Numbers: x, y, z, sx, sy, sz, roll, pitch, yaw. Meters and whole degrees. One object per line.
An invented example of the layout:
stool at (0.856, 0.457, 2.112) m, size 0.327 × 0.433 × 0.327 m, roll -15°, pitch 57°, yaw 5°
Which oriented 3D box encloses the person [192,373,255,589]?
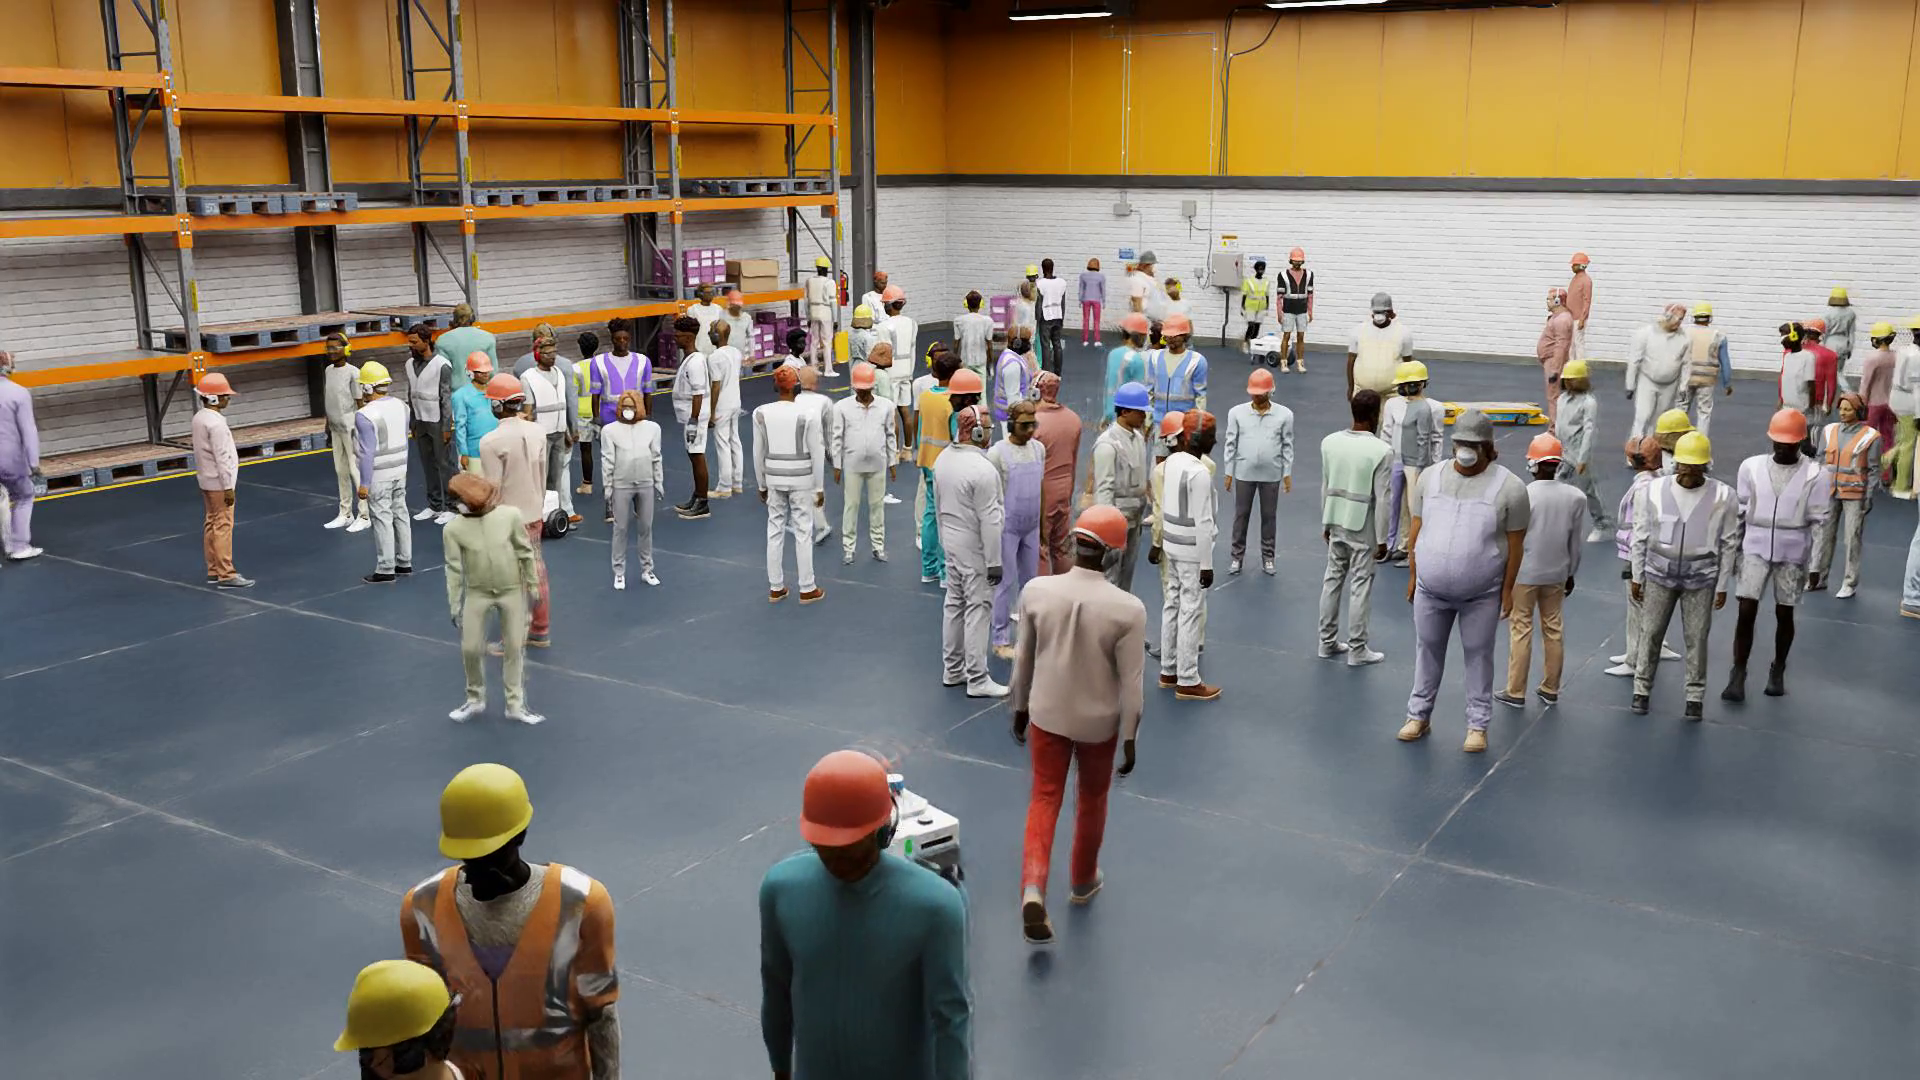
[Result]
person at (-6.017, -0.487, 13.549) m, size 0.342 × 1.749 × 0.573 m, roll -11°, pitch 17°, yaw -38°

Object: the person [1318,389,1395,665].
person at (2.718, -0.085, 11.471) m, size 0.394 × 1.910 × 0.580 m, roll -10°, pitch 16°, yaw -36°

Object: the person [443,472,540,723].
person at (-2.880, 0.366, 10.202) m, size 0.596 × 1.597 × 0.350 m, roll -3°, pitch 13°, yaw -14°

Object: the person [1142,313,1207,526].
person at (2.004, -1.114, 15.639) m, size 0.605 × 2.042 × 0.384 m, roll 7°, pitch 15°, yaw 29°

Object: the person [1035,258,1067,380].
person at (1.397, -3.422, 25.931) m, size 0.587 × 1.914 × 0.392 m, roll -9°, pitch 16°, yaw -35°

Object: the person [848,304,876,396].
person at (-1.144, -1.935, 19.853) m, size 0.295 × 1.744 × 0.487 m, roll -10°, pitch 16°, yaw -36°

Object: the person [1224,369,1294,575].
person at (2.493, -0.565, 13.904) m, size 0.574 × 1.741 × 0.343 m, roll 2°, pitch 13°, yaw 8°

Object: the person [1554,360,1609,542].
person at (5.542, -0.784, 14.965) m, size 0.931 × 1.694 × 0.501 m, roll -6°, pitch 14°, yaw -24°

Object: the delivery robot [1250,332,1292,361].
delivery robot at (5.232, -3.262, 28.004) m, size 0.477 × 0.478 × 0.707 m, roll -10°, pitch 17°, yaw -39°

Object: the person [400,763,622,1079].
person at (-1.212, 1.507, 4.549) m, size 0.587 × 1.917 × 0.400 m, roll 0°, pitch 13°, yaw 1°

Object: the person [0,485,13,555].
person at (-8.544, -0.650, 14.505) m, size 0.522 × 1.640 × 0.306 m, roll -10°, pitch 16°, yaw -36°

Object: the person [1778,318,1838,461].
person at (9.286, -1.560, 18.241) m, size 0.573 × 1.738 × 0.352 m, roll 9°, pitch 16°, yaw 33°

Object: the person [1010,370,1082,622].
person at (0.619, -0.319, 12.484) m, size 0.410 × 1.908 × 0.643 m, roll 11°, pitch 17°, yaw 40°

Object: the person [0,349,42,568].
person at (-8.170, -0.689, 14.178) m, size 0.754 × 1.852 × 0.818 m, roll -1°, pitch 13°, yaw -4°

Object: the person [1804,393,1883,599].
person at (7.030, -0.356, 13.232) m, size 0.310 × 1.638 × 0.523 m, roll -8°, pitch 15°, yaw -30°

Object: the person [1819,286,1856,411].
person at (12.043, -2.624, 22.872) m, size 0.482 × 1.727 × 0.456 m, roll -2°, pitch 13°, yaw -8°

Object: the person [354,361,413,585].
person at (-4.743, -0.549, 13.641) m, size 0.404 × 1.833 × 0.590 m, roll 4°, pitch 13°, yaw 16°

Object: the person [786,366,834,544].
person at (-1.396, -0.782, 15.171) m, size 0.562 × 1.601 × 0.836 m, roll -9°, pitch 16°, yaw -34°

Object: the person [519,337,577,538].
person at (-3.830, -0.961, 15.399) m, size 0.374 × 1.843 × 0.573 m, roll 6°, pitch 14°, yaw 24°

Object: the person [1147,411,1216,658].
person at (1.512, -0.029, 11.585) m, size 0.563 × 1.740 × 0.352 m, roll -10°, pitch 17°, yaw -38°

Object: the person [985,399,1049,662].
person at (0.400, -0.069, 11.565) m, size 0.511 × 1.836 × 0.357 m, roll -10°, pitch 16°, yaw -37°

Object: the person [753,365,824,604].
person at (-1.328, -0.430, 13.019) m, size 0.574 × 1.883 × 0.355 m, roll 4°, pitch 13°, yaw 16°

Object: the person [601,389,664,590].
person at (-2.648, -0.417, 13.509) m, size 0.503 × 1.631 × 0.283 m, roll -6°, pitch 14°, yaw -25°

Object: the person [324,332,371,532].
person at (-5.778, -1.013, 15.573) m, size 0.513 × 1.872 × 0.328 m, roll 8°, pitch 15°, yaw 31°

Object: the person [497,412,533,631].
person at (-3.257, -0.128, 12.238) m, size 0.312 × 1.642 × 0.512 m, roll 0°, pitch 13°, yaw -1°

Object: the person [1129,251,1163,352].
person at (2.875, -3.526, 26.099) m, size 0.662 × 2.000 × 0.680 m, roll 6°, pitch 14°, yaw 24°

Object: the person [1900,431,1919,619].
person at (7.438, -0.394, 12.613) m, size 0.394 × 1.992 × 0.622 m, roll 8°, pitch 15°, yaw 32°

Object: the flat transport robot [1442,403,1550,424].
flat transport robot at (7.013, -1.687, 21.999) m, size 1.431 × 0.197 × 0.652 m, roll 0°, pitch 13°, yaw 0°

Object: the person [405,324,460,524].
person at (-5.064, -1.122, 15.968) m, size 0.589 × 1.911 × 0.387 m, roll 8°, pitch 15°, yaw 32°

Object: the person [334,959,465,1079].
person at (-1.272, 1.776, 3.850) m, size 0.950 × 1.701 × 0.522 m, roll -6°, pitch 14°, yaw -23°

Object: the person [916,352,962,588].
person at (-0.139, -0.571, 13.549) m, size 0.383 × 1.918 × 0.591 m, roll -9°, pitch 16°, yaw -33°

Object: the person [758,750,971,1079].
person at (-0.275, 1.494, 4.548) m, size 0.629 × 1.939 × 1.020 m, roll 3°, pitch 13°, yaw 13°

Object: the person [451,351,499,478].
person at (-4.310, -0.836, 15.060) m, size 0.330 × 1.751 × 0.564 m, roll 8°, pitch 15°, yaw 31°

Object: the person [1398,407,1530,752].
person at (2.940, 0.234, 9.789) m, size 0.678 × 2.000 × 0.537 m, roll 8°, pitch 15°, yaw 31°

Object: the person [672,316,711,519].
person at (-2.604, -1.192, 16.139) m, size 0.368 × 1.966 × 0.603 m, roll -3°, pitch 13°, yaw -13°

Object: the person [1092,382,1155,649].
person at (1.136, -0.141, 11.645) m, size 0.418 × 1.939 × 0.606 m, roll 8°, pitch 15°, yaw 31°

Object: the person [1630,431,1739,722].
person at (4.473, 0.223, 10.330) m, size 0.589 × 1.823 × 0.404 m, roll 7°, pitch 15°, yaw 27°

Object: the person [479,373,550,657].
person at (-3.128, -0.174, 11.660) m, size 0.376 × 1.995 × 0.612 m, roll 6°, pitch 14°, yaw 25°

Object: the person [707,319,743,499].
person at (-2.426, -1.336, 17.031) m, size 0.345 × 1.846 × 0.508 m, roll 6°, pitch 14°, yaw 23°

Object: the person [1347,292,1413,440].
person at (4.552, -1.690, 18.138) m, size 0.688 × 2.000 × 0.536 m, roll 4°, pitch 14°, yaw 18°
